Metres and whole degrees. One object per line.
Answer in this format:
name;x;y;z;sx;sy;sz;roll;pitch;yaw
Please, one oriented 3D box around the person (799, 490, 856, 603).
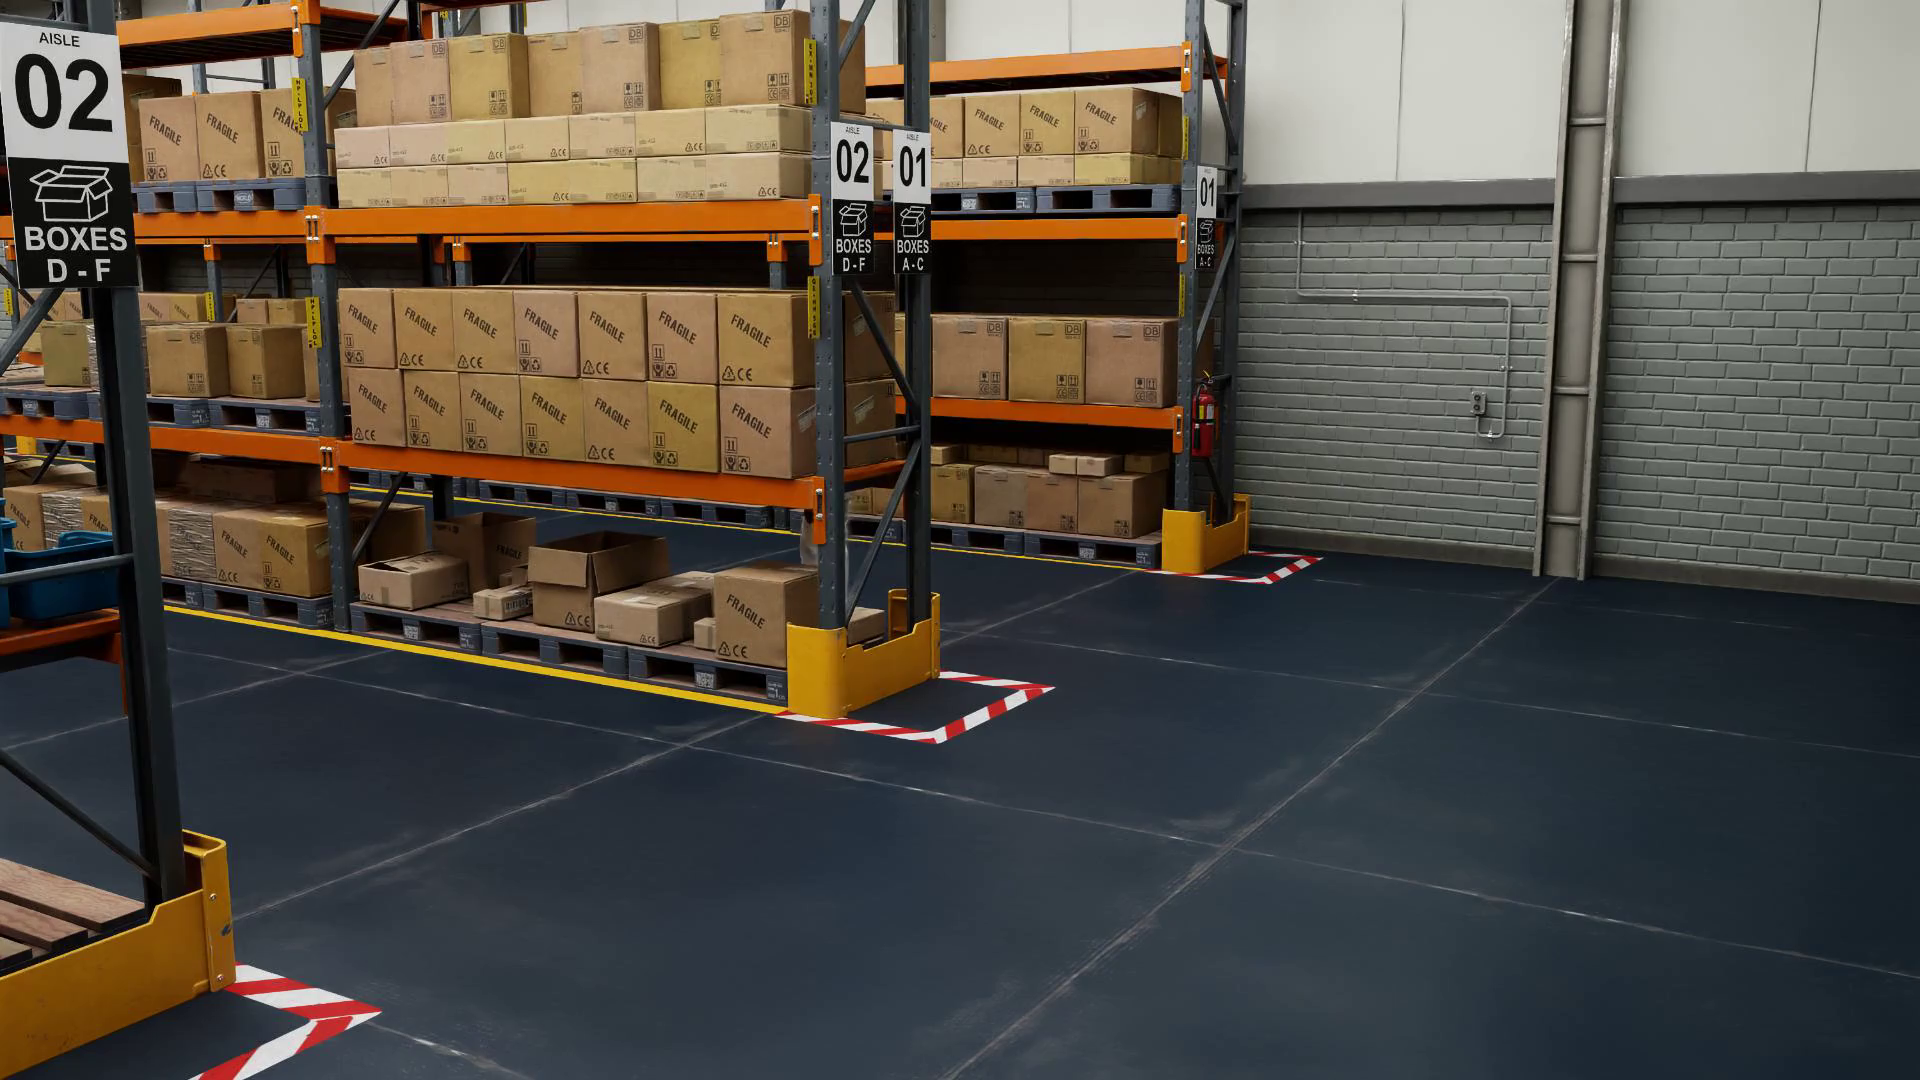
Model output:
person;-0.914;-0.317;11.285;0.426;1.880;0.599;6;11;31
